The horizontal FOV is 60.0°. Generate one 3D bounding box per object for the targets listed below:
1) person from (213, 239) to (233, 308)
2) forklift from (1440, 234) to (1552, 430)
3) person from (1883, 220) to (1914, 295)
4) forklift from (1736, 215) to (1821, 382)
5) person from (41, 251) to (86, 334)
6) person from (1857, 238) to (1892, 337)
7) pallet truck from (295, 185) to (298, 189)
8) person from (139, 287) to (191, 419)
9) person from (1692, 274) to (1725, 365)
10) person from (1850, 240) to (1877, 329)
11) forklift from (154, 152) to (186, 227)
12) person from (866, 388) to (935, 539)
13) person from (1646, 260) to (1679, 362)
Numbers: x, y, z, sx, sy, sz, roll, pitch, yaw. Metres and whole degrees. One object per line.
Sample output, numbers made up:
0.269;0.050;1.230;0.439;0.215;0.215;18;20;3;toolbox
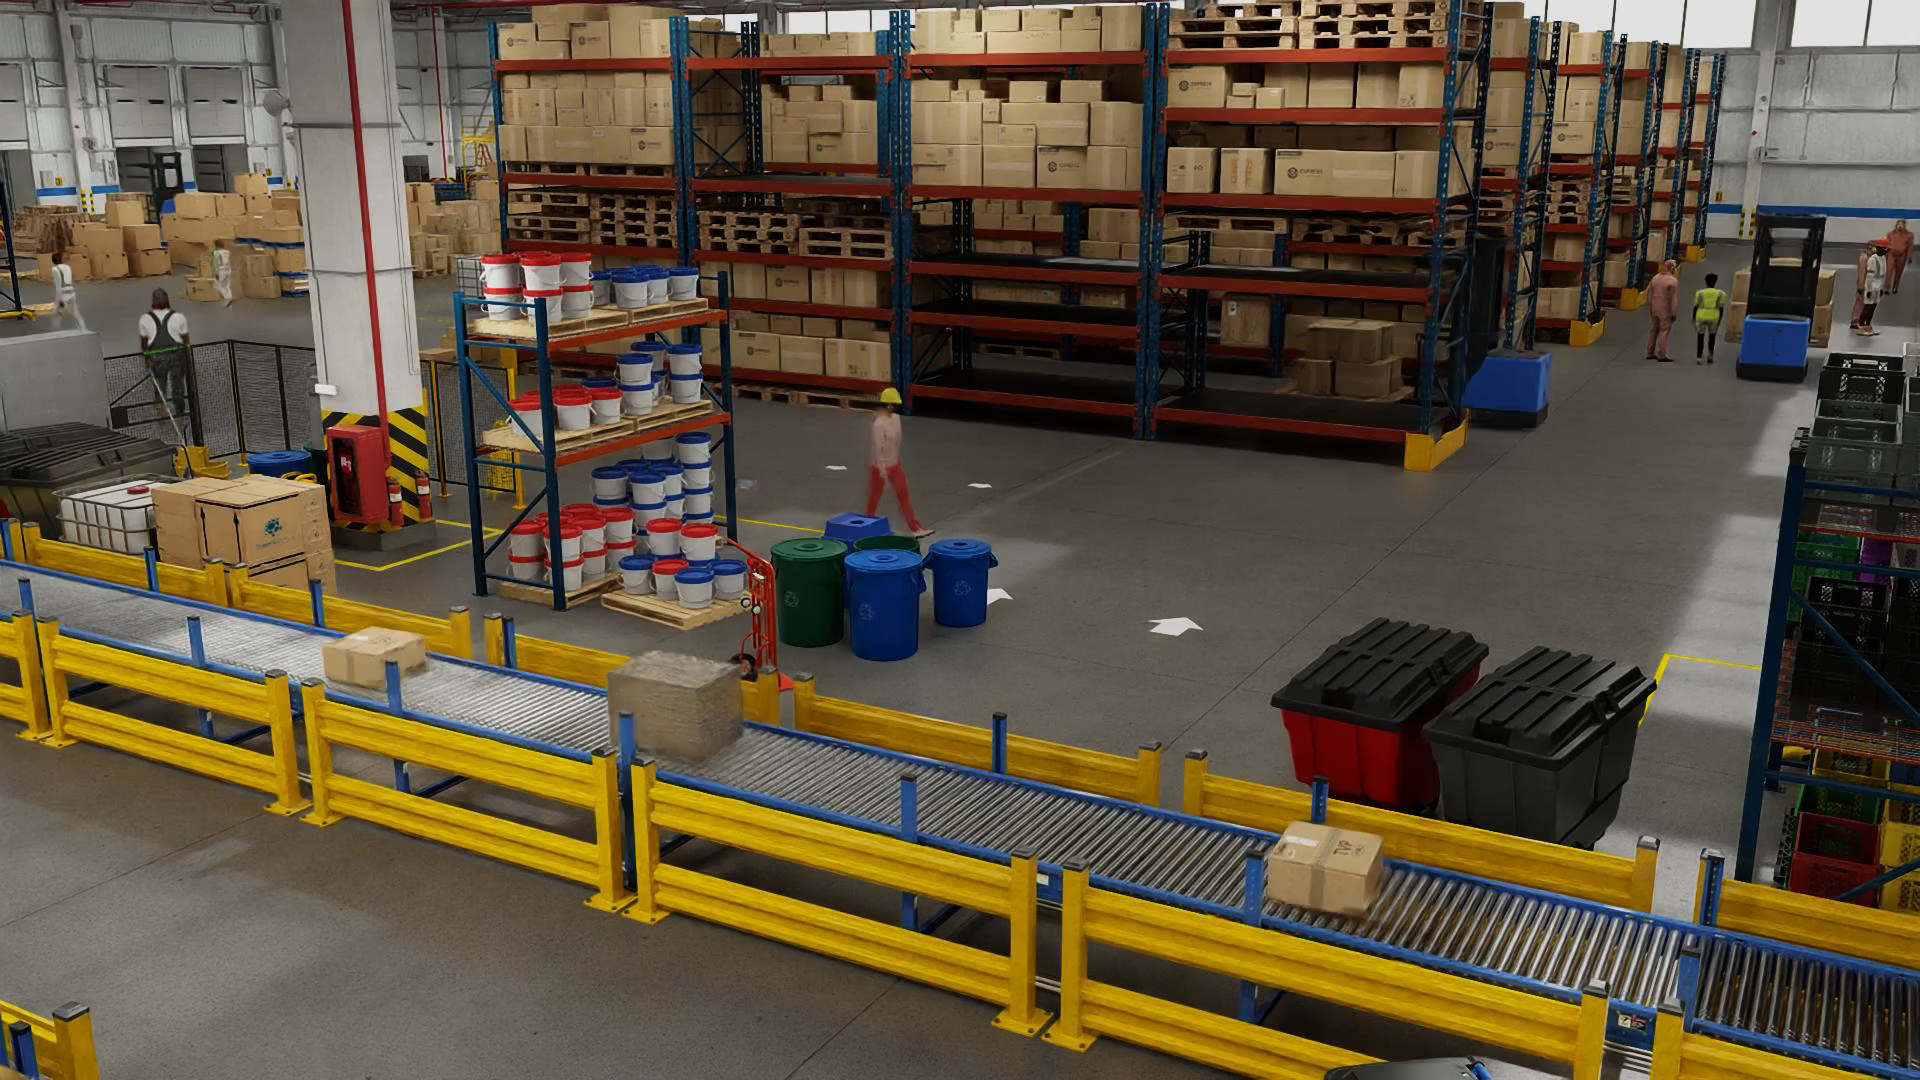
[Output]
-17.240;-6.223;38.883;0.381;1.624;0.538;5;16;16;person
7.902;-3.168;25.008;1.873;2.768;1.129;8;17;28;forklift
23.509;-7.085;41.699;0.657;1.854;1.001;8;17;28;person
14.460;-4.302;29.273;1.129;2.768;1.873;8;17;27;forklift
-18.109;-4.891;33.492;0.980;1.829;0.600;2;15;7;person
18.927;-5.222;34.368;0.601;2.036;0.409;-12;19;-39;person
-26.804;-14.617;69.738;1.885;1.965;0.823;-14;20;-42;pallet truck
-12.120;-2.862;25.468;0.679;2.000;0.542;-5;16;-16;person
13.852;-4.101;30.843;0.535;1.660;0.721;5;16;19;person
19.336;-5.442;35.438;0.660;1.902;0.403;-13;19;-39;person
-29.681;-13.185;62.665;1.873;2.768;1.129;8;17;28;forklift
-0.712;-0.818;18.359;0.885;1.722;0.550;9;17;30;person
13.183;-4.289;31.112;0.399;1.900;0.643;-5;16;-19;person
